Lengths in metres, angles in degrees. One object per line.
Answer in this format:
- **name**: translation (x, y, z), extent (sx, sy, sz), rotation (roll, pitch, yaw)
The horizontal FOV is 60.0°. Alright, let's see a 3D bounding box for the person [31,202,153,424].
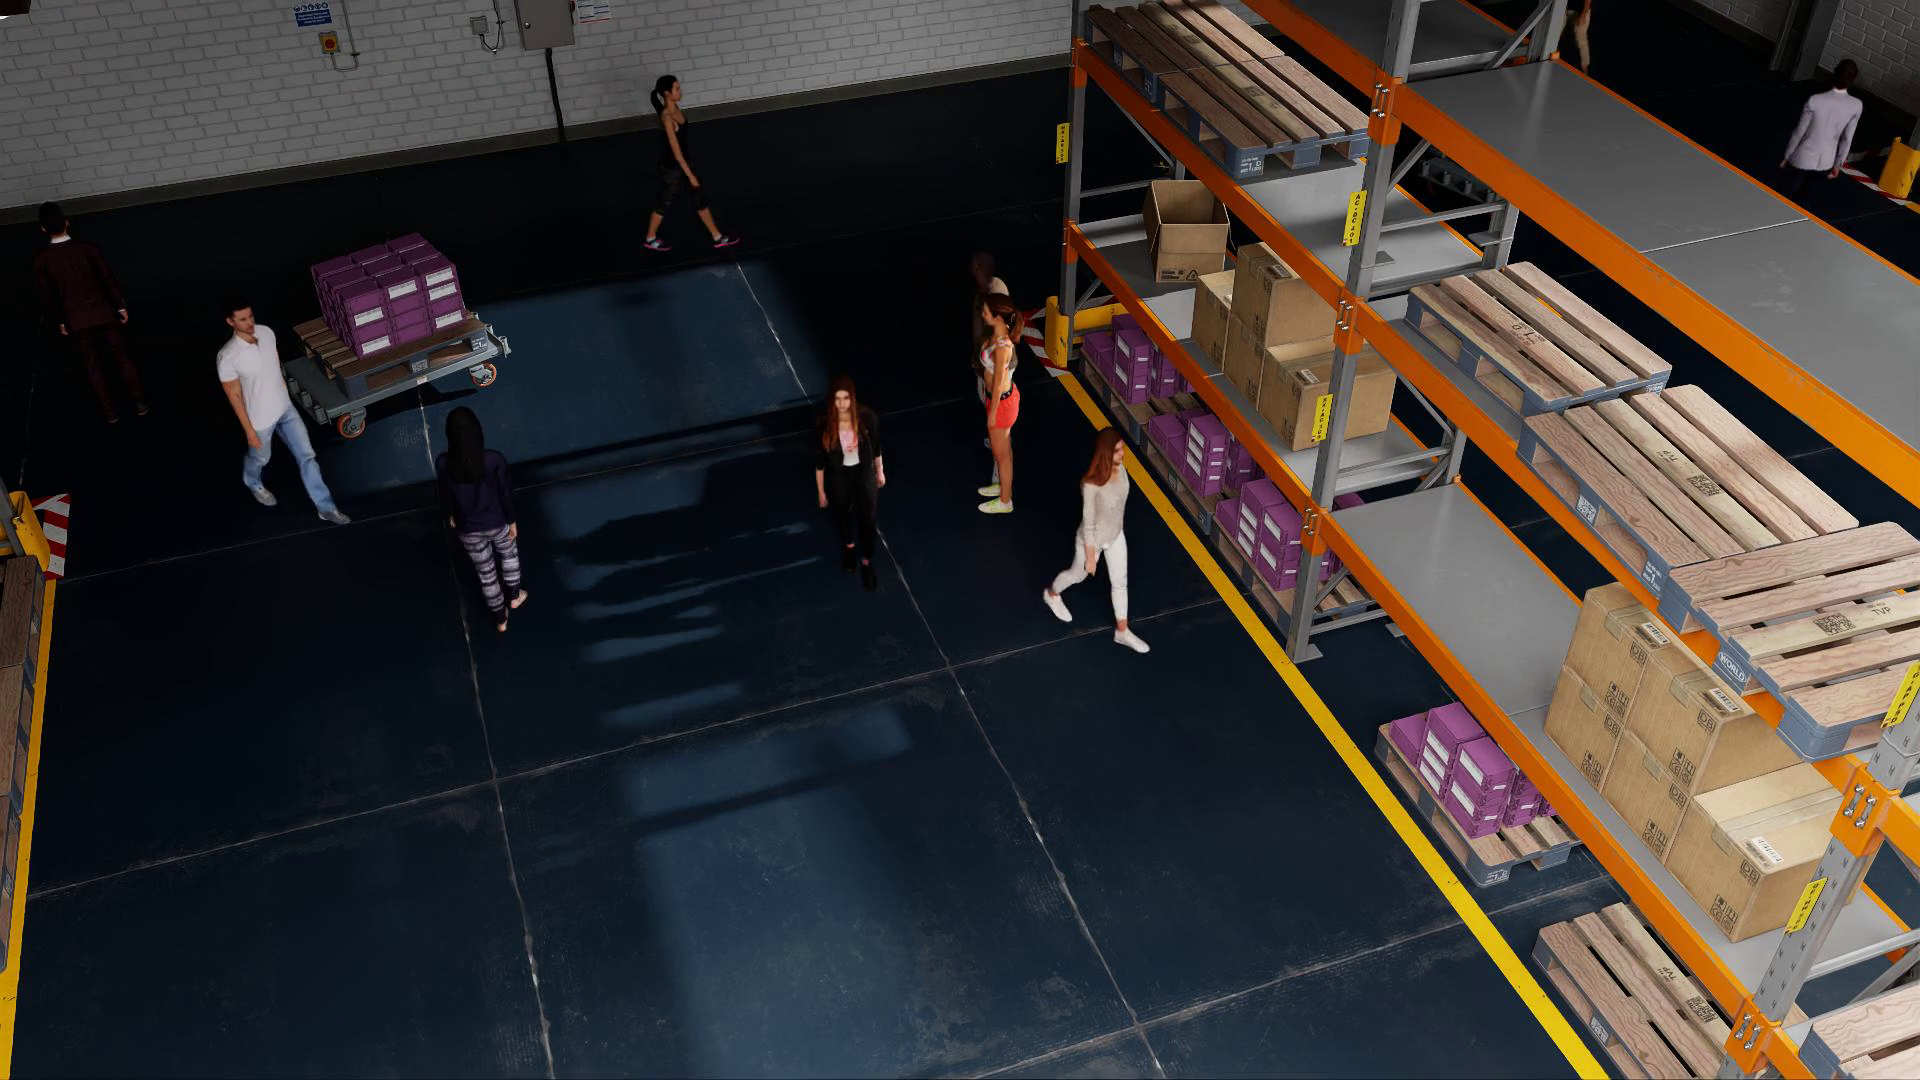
- **person**: translation (-6.752, -1.761, 12.901), extent (0.710, 1.873, 0.643), rotation (-18, 42, -21)

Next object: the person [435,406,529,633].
- **person**: translation (-3.142, -0.084, 10.923), extent (0.650, 1.722, 0.672), rotation (-8, 39, -10)

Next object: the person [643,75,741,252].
- **person**: translation (-2.663, -3.339, 15.031), extent (0.982, 1.681, 1.135), rotation (4, 39, 6)

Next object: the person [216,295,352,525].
- **person**: translation (-5.028, -0.932, 11.908), extent (1.299, 1.818, 1.148), rotation (22, 43, 25)

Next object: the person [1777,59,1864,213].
- **person**: translation (7.684, -3.387, 14.969), extent (0.915, 1.835, 1.104), rotation (3, 39, 4)

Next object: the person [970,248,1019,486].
- **person**: translation (0.275, -1.257, 12.339), extent (0.925, 1.789, 0.629), rotation (-13, 40, -15)

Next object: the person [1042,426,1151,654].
- **person**: translation (0.842, -0.046, 10.908), extent (1.182, 1.681, 0.967), rotation (28, 46, 30)

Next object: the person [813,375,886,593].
- **person**: translation (-0.755, -0.493, 11.462), extent (0.740, 1.689, 0.833), rotation (-2, 39, -2)

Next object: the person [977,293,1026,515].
- **person**: translation (0.301, -0.987, 12.000), extent (0.707, 1.789, 0.606), rotation (3, 39, 3)
